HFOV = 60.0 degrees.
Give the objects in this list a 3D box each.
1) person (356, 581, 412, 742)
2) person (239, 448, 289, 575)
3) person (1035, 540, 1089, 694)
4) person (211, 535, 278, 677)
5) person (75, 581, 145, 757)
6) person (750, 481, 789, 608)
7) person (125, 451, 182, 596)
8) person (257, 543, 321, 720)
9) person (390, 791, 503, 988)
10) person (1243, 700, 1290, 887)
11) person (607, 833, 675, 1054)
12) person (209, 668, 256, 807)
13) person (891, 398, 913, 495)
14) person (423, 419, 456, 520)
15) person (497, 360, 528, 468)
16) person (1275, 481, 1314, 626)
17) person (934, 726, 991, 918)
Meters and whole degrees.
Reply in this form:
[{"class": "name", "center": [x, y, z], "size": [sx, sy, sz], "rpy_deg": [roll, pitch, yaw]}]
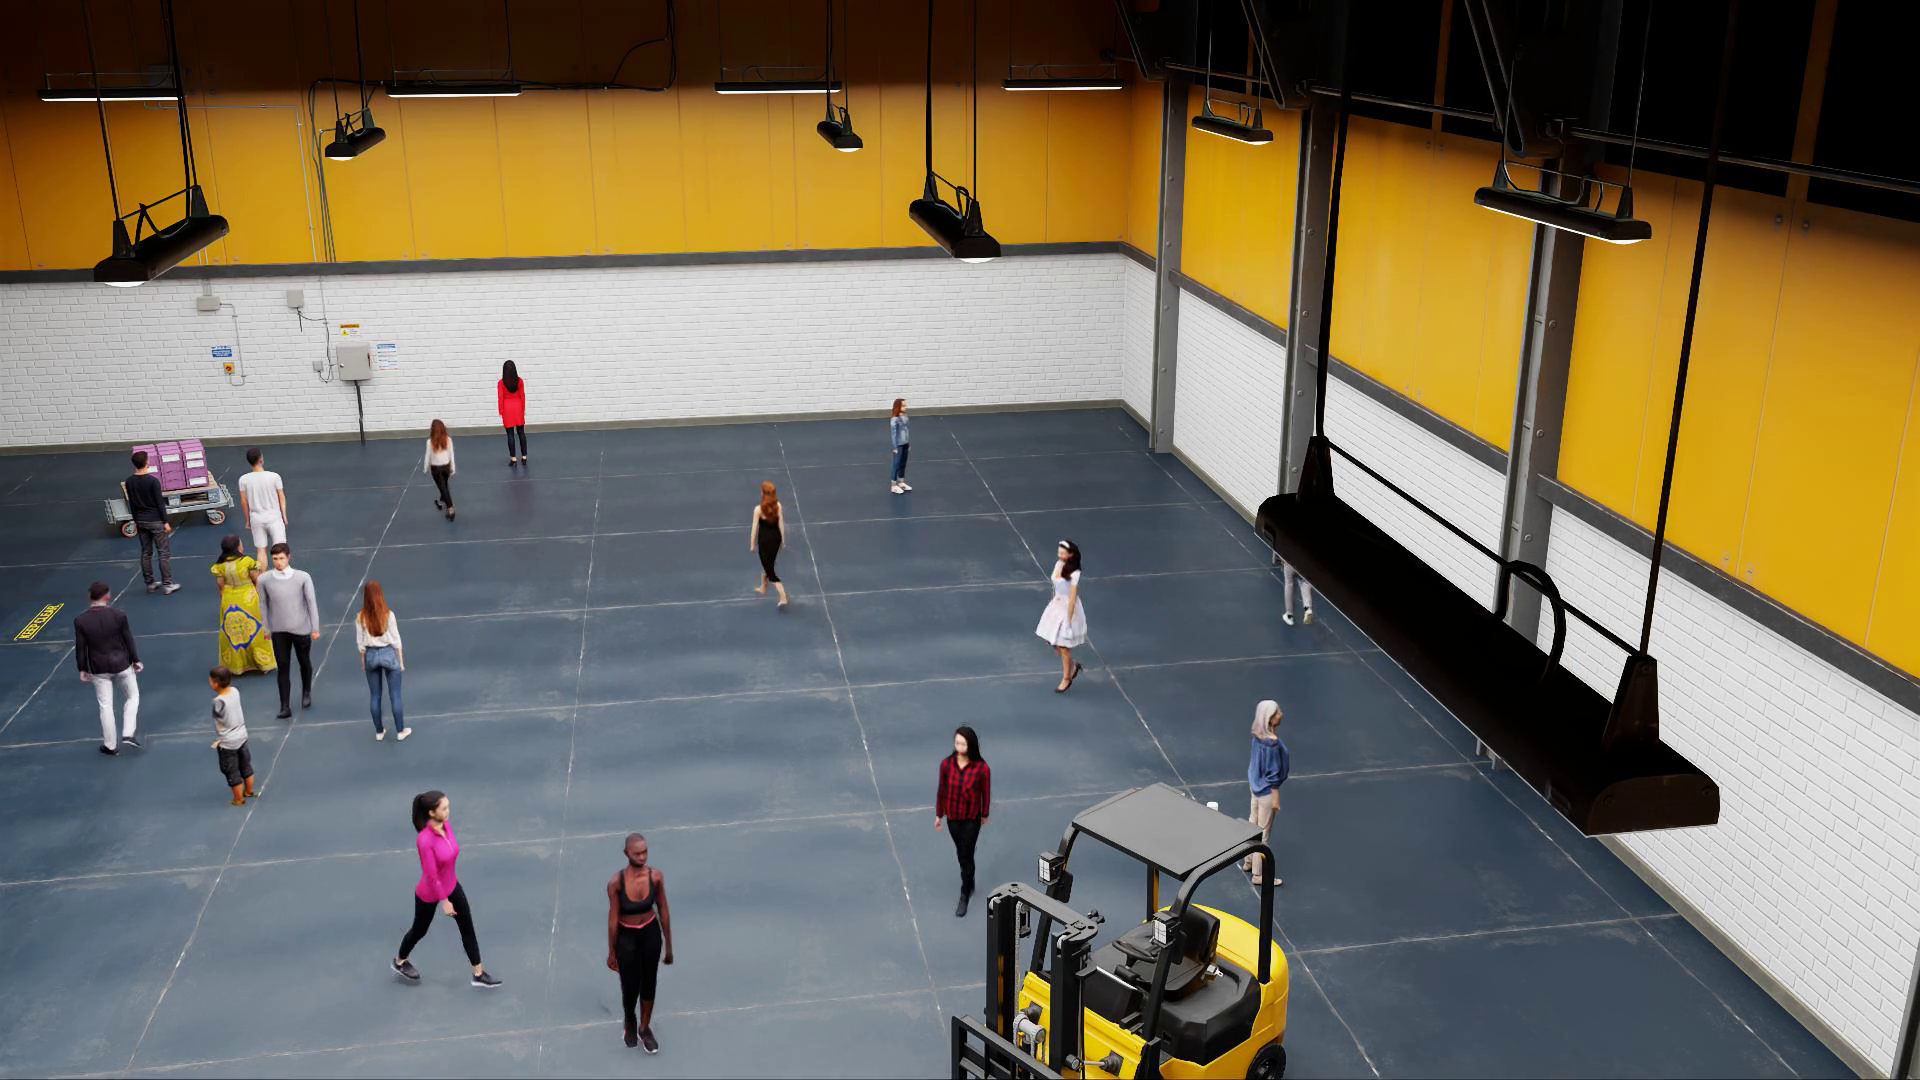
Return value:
[{"class": "person", "center": [-5.977, 1.243, 17.177], "size": [0.598, 1.728, 0.518], "rpy_deg": [-1, 19, -4]}, {"class": "person", "center": [-8.987, -0.285, 21.518], "size": [0.697, 1.853, 0.601], "rpy_deg": [-5, 19, -15]}, {"class": "person", "center": [1.234, 0.841, 18.266], "size": [0.822, 1.795, 0.789], "rpy_deg": [-9, 20, -24]}, {"class": "person", "center": [-8.120, 0.731, 18.807], "size": [0.830, 1.659, 0.743], "rpy_deg": [-3, 19, -8]}, {"class": "person", "center": [-8.579, 1.308, 16.819], "size": [0.792, 1.834, 0.715], "rpy_deg": [-11, 22, -30]}, {"class": "person", "center": [-2.353, 0.084, 20.846], "size": [0.935, 1.582, 1.154], "rpy_deg": [-15, 24, -37]}, {"class": "person", "center": [-10.379, -0.221, 21.308], "size": [0.698, 1.866, 0.665], "rpy_deg": [3, 19, 8]}, {"class": "person", "center": [-7.172, 0.921, 17.882], "size": [0.792, 1.889, 1.100], "rpy_deg": [-4, 19, -12]}, {"class": "person", "center": [-4.132, 2.734, 12.871], "size": [1.011, 1.651, 1.163], "rpy_deg": [6, 19, 17]}, {"class": "person", "center": [2.645, 2.174, 14.465], "size": [0.666, 1.694, 0.496], "rpy_deg": [-3, 19, -8]}, {"class": "person", "center": [-2.379, 2.903, 12.203], "size": [0.698, 1.757, 0.702], "rpy_deg": [-9, 21, -25]}, {"class": "person", "center": [-6.952, 1.828, 15.870], "size": [0.709, 1.454, 0.598], "rpy_deg": [5, 19, 16]}, {"class": "person", "center": [-0.922, -1.464, 25.614], "size": [0.677, 1.475, 0.607], "rpy_deg": [12, 22, 31]}, {"class": "person", "center": [-7.554, -1.003, 24.293], "size": [0.869, 1.444, 1.051], "rpy_deg": [-15, 24, -38]}, {"class": "person", "center": [-7.250, -2.065, 26.968], "size": [0.722, 1.748, 0.745], "rpy_deg": [-13, 23, -34]}, {"class": "person", "center": [4.128, 0.196, 20.139], "size": [0.686, 1.822, 0.781], "rpy_deg": [-3, 19, -10]}, {"class": "person", "center": [0.049, 2.308, 14.159], "size": [0.821, 1.636, 0.944], "rpy_deg": [7, 20, 20]}]
